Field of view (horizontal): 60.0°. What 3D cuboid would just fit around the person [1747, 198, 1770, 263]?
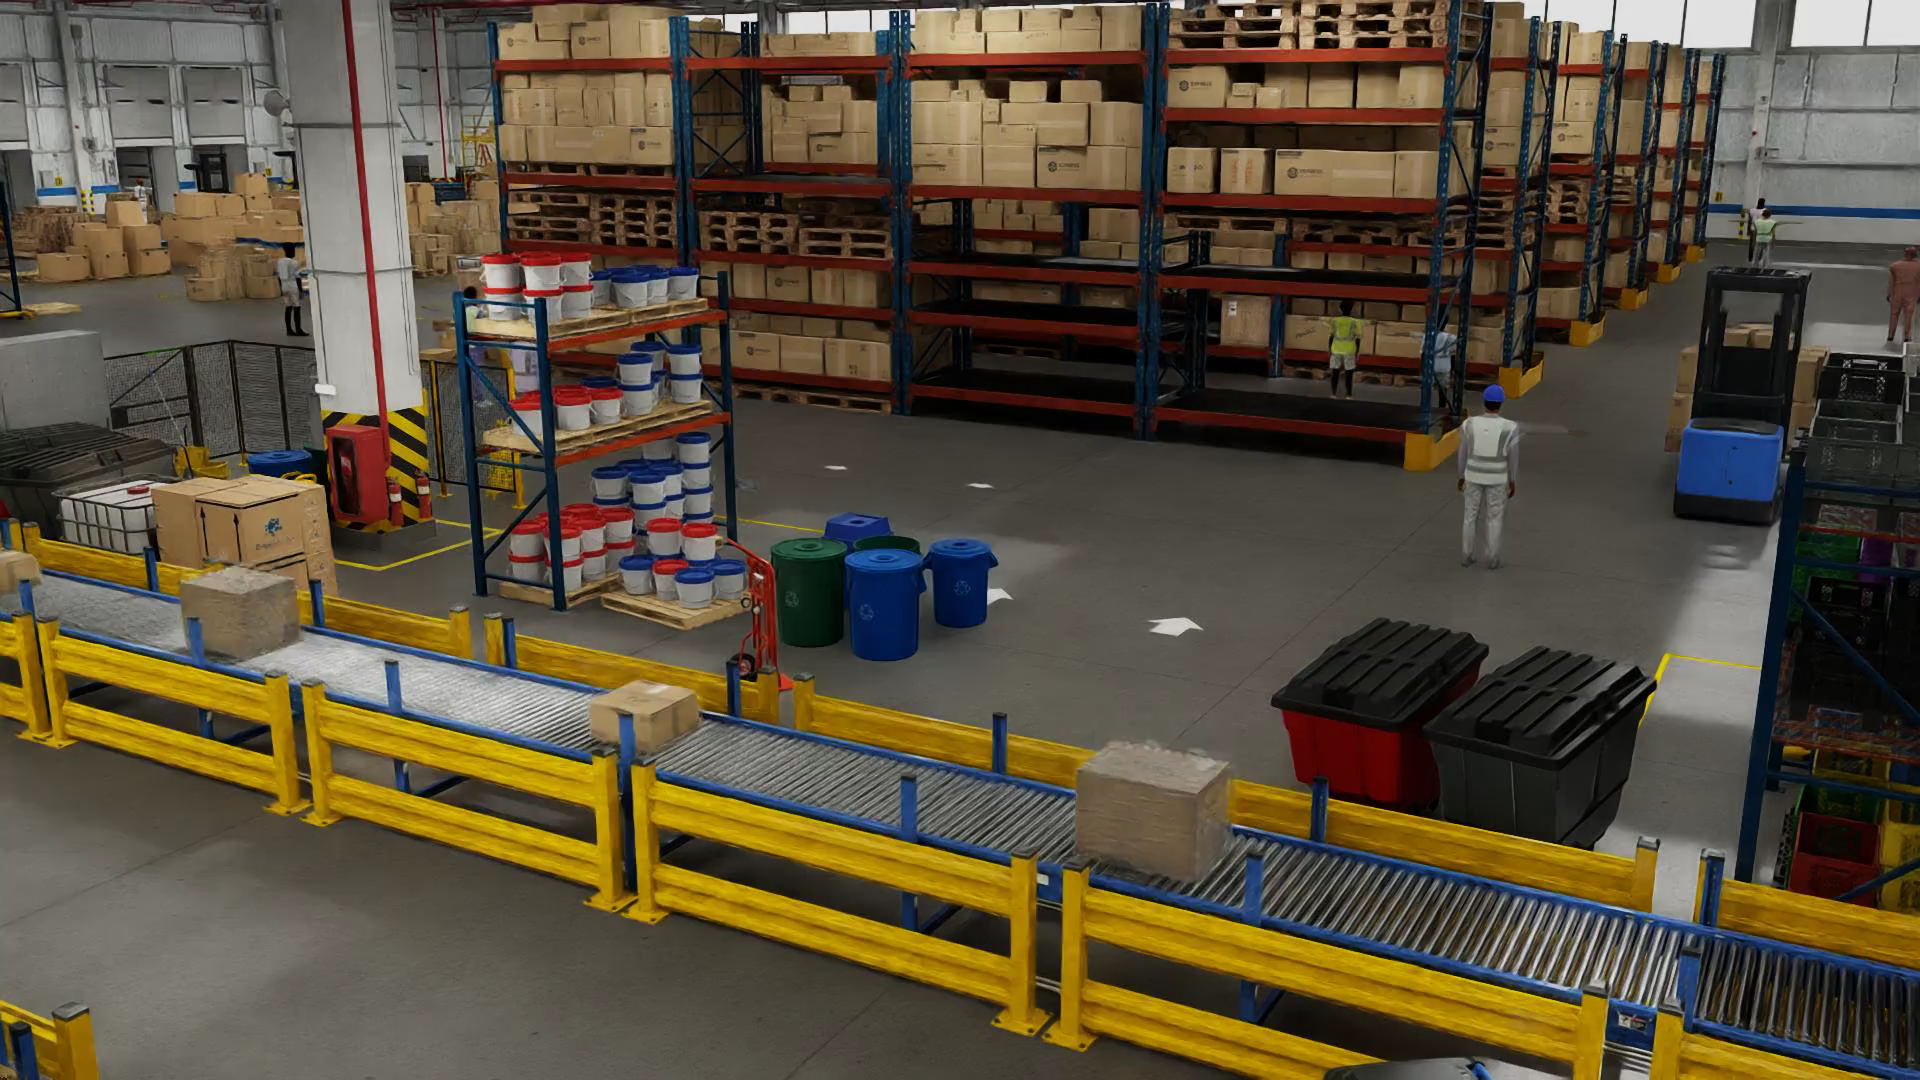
[{"bbox_3d":[23.811,-9.223,49.621,0.596,1.914,0.373,8,17,28],"label":"person"}]

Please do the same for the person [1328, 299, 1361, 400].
[{"bbox_3d":[6.172,-3.020,26.720,0.540,1.695,0.317,8,17,28],"label":"person"}]

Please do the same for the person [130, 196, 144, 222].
[{"bbox_3d":[-24.874,-9.400,50.242,0.635,1.937,0.352,8,17,28],"label":"person"}]

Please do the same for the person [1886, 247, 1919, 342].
[{"bbox_3d":[19.121,-4.971,33.656,0.651,1.904,0.403,8,17,28],"label":"person"}]

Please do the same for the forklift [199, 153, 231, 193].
[{"bbox_3d":[-27.440,-12.865,61.464,1.873,2.768,1.129,8,17,28],"label":"forklift"}]

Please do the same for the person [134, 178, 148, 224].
[{"bbox_3d":[-30.693,-12.609,62.408,0.584,1.883,0.337,8,17,28],"label":"person"}]

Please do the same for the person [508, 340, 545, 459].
[{"bbox_3d":[-5.872,-2.076,22.713,0.551,1.932,0.378,8,17,28],"label":"person"}]

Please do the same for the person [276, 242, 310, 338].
[{"bbox_3d":[-13.704,-5.128,34.130,0.613,1.961,0.368,8,17,28],"label":"person"}]

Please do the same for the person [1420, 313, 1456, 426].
[{"bbox_3d":[7.173,-2.558,24.983,0.540,1.695,0.317,8,17,28],"label":"person"}]

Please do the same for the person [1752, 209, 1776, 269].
[{"bbox_3d":[22.208,-8.220,45.983,0.570,1.843,0.372,8,17,28],"label":"person"}]

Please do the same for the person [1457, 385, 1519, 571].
[{"bbox_3d":[5.497,-0.651,17.337,0.615,1.943,0.409,8,17,28],"label":"person"}]

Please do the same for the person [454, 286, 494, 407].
[{"bbox_3d":[-7.772,-3.069,26.483,0.596,1.914,0.373,8,17,28],"label":"person"}]

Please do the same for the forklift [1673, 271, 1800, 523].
[{"bbox_3d":[9.270,-1.762,19.725,1.129,2.768,1.873,8,17,28],"label":"forklift"}]
